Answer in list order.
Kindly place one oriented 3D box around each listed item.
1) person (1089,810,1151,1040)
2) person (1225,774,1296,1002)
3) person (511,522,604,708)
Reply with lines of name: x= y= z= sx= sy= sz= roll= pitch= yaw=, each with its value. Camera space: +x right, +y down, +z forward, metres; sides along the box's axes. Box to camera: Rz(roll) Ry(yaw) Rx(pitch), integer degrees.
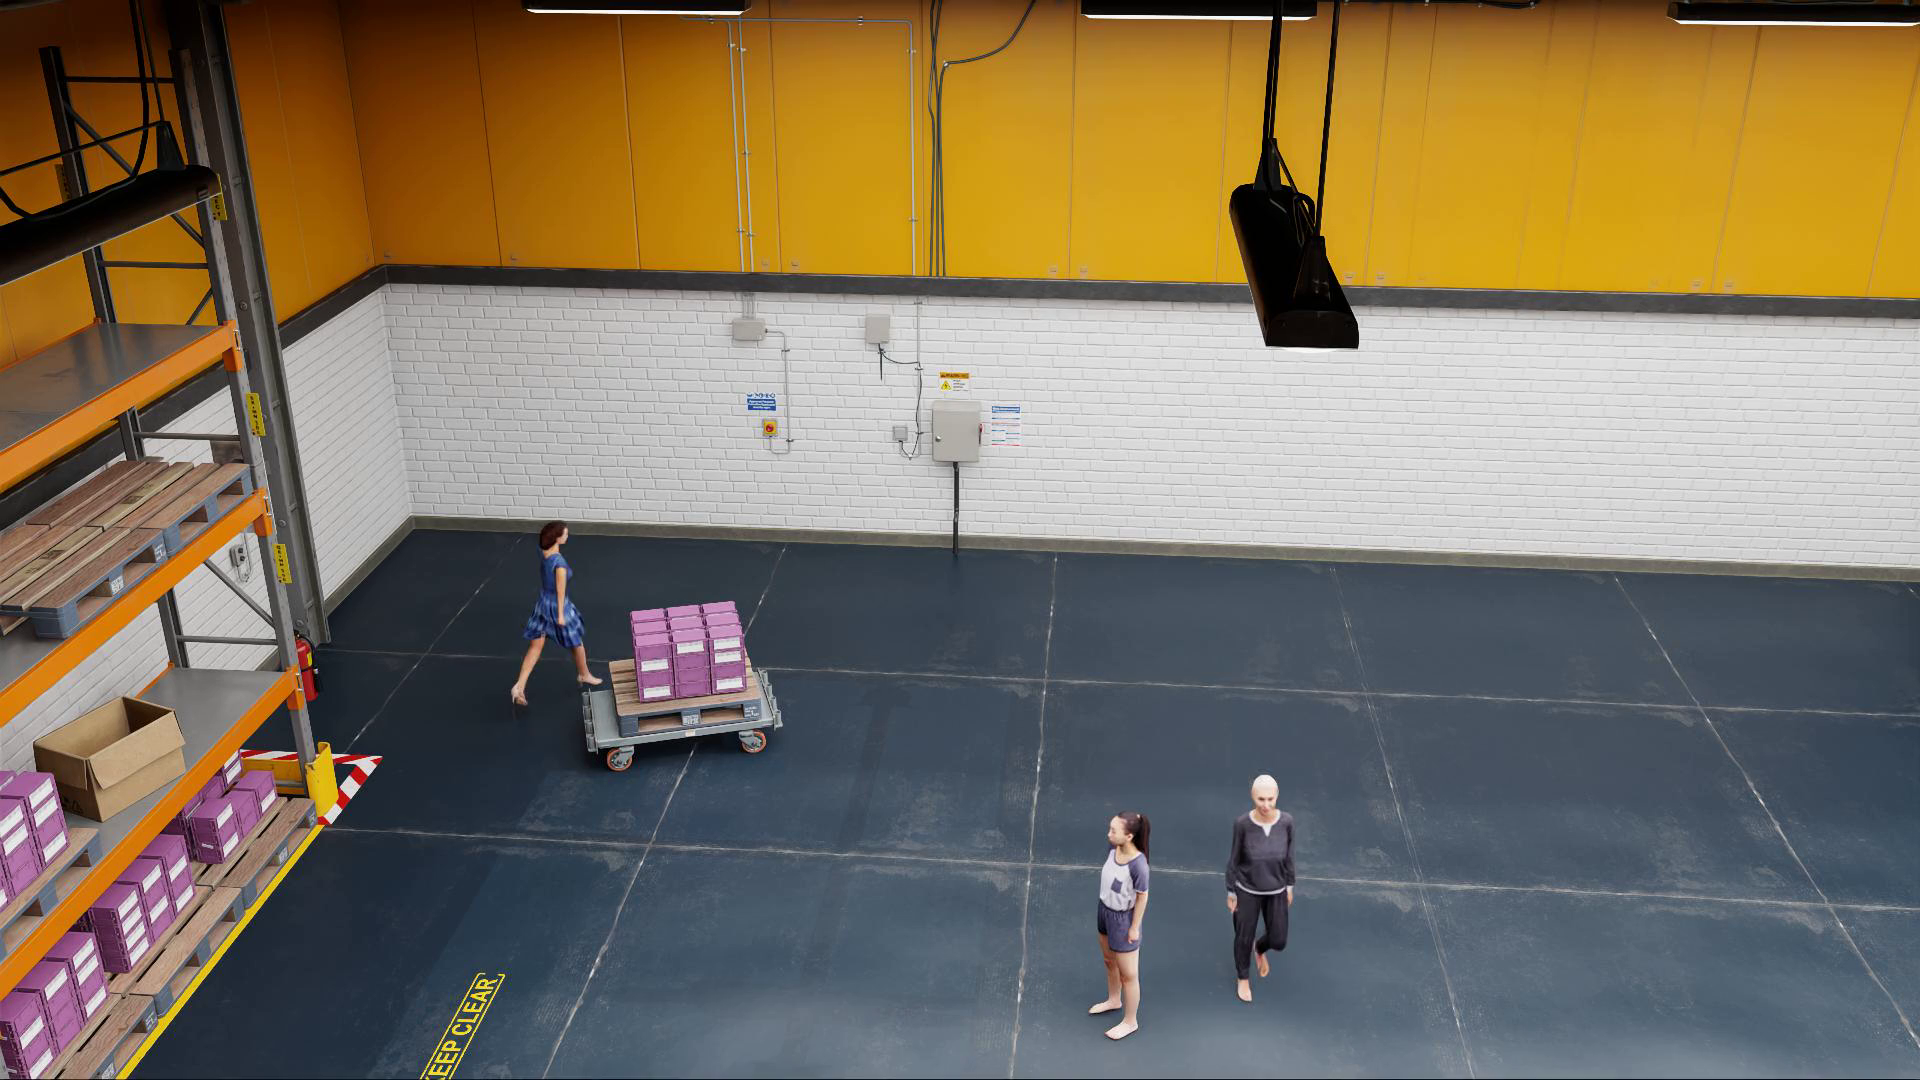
person: x=1.060 y=2.482 z=10.863 sx=0.735 sy=1.650 sz=0.616 roll=-10 pitch=25 yaw=-21
person: x=2.015 y=2.289 z=11.225 sx=0.664 sy=1.714 sz=0.685 roll=-1 pitch=24 yaw=-2
person: x=-3.670 y=0.705 z=14.797 sx=1.174 sy=1.755 sz=1.246 roll=22 pitch=32 yaw=40
